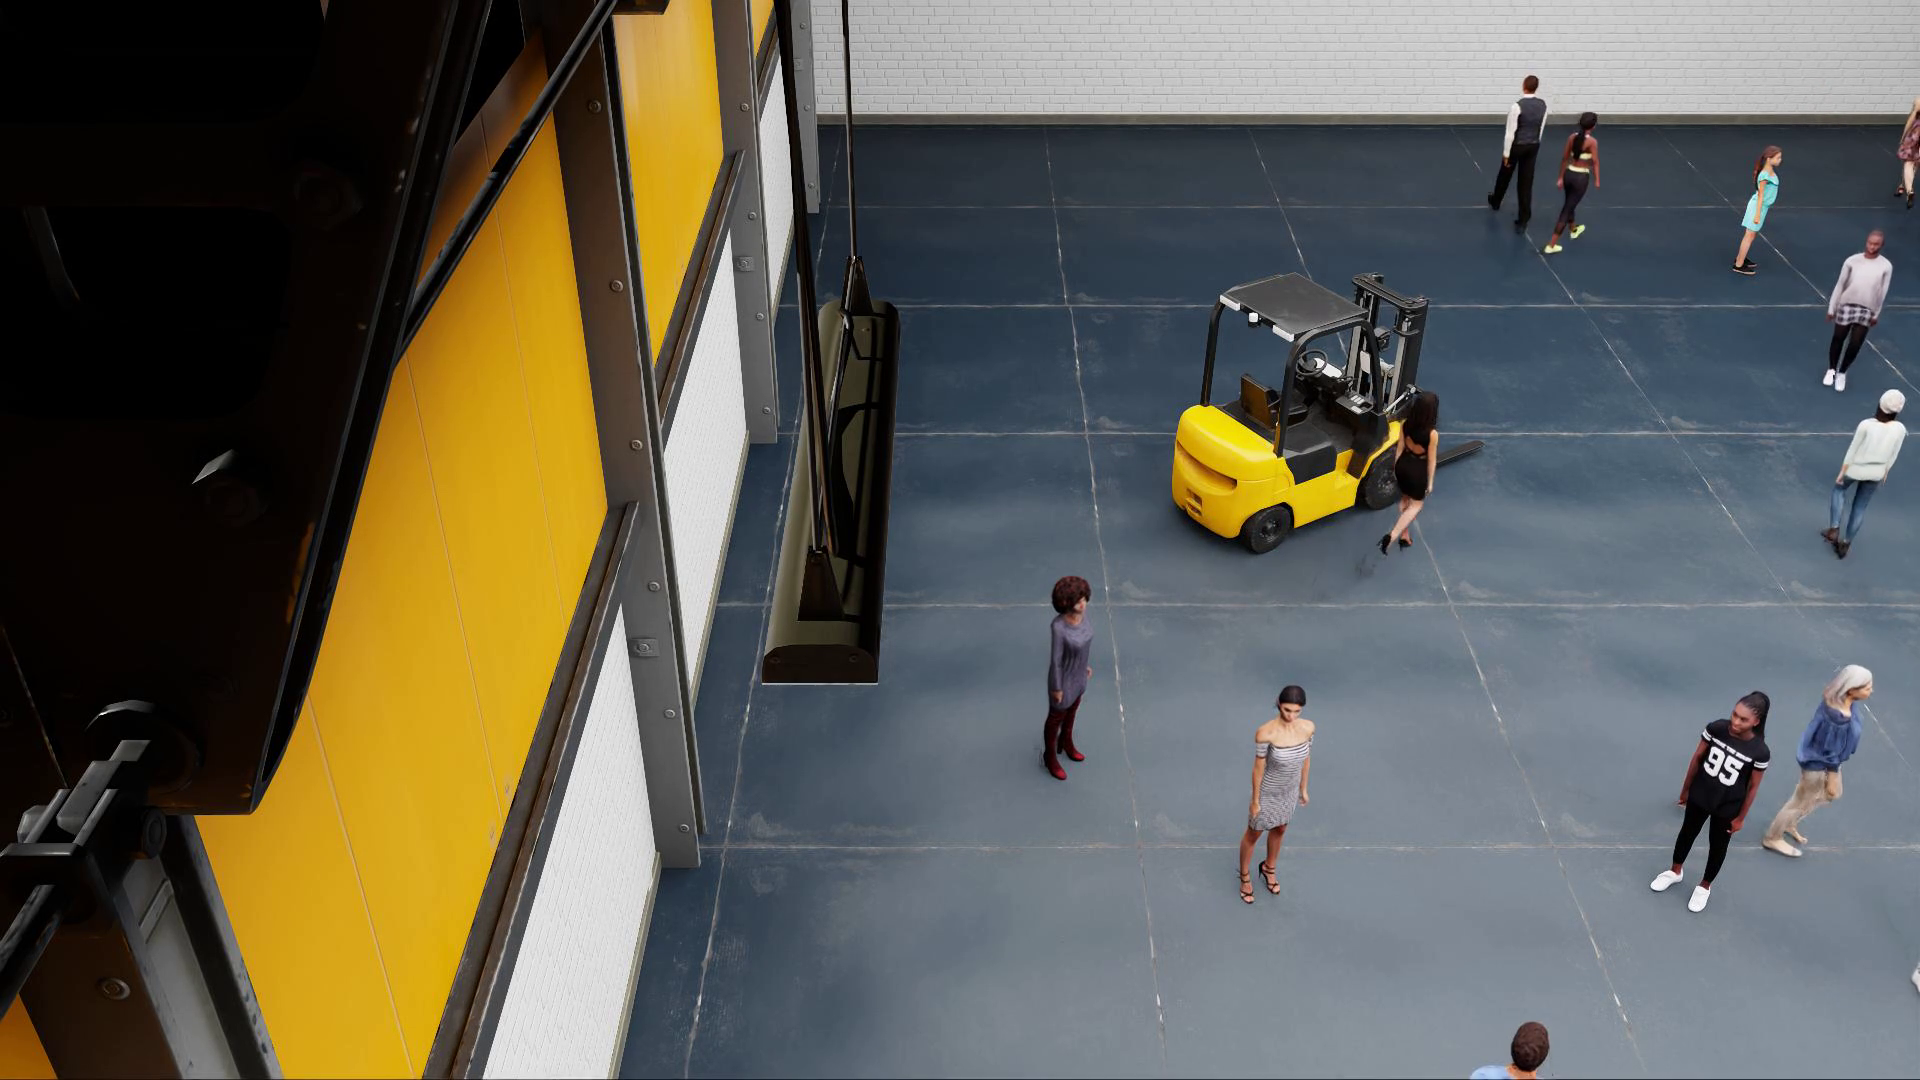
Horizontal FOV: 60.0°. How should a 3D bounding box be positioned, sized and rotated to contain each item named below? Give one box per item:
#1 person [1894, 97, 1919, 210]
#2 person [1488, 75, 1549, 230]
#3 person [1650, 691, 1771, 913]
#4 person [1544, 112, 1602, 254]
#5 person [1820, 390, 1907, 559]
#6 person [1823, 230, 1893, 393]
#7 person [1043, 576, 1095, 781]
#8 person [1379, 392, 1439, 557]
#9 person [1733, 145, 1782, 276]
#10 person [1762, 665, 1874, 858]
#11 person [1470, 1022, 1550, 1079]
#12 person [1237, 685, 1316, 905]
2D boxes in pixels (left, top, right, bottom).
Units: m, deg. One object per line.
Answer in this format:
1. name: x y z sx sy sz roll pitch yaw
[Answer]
1. person: 12.405 -5.100 21.495 0.791 1.743 1.189 7 34 11
2. person: 7.145 -4.867 21.028 0.701 1.872 1.280 -1 34 -2
3. person: 5.101 1.746 11.208 0.777 1.729 0.713 -27 42 -35
4. person: 7.472 -4.335 20.372 1.046 1.713 1.088 -21 39 -28
5. person: 8.051 -0.560 14.763 0.664 1.634 0.684 6 34 9
6. person: 9.426 -2.452 17.496 0.773 1.760 0.804 17 37 24
7. person: 0.794 1.003 12.343 0.725 1.710 0.643 24 41 32
8. person: 3.954 -0.538 14.729 0.917 1.635 0.866 -28 43 -35
9. person: 9.592 -3.986 19.986 0.699 1.558 0.612 16 37 23
10. person: 5.888 1.520 11.587 0.795 1.686 0.697 16 37 23
11. person: 2.829 3.330 8.743 1.002 1.821 1.290 15 37 22
12. person: 2.116 1.696 11.198 0.661 1.823 0.636 -11 35 -16
